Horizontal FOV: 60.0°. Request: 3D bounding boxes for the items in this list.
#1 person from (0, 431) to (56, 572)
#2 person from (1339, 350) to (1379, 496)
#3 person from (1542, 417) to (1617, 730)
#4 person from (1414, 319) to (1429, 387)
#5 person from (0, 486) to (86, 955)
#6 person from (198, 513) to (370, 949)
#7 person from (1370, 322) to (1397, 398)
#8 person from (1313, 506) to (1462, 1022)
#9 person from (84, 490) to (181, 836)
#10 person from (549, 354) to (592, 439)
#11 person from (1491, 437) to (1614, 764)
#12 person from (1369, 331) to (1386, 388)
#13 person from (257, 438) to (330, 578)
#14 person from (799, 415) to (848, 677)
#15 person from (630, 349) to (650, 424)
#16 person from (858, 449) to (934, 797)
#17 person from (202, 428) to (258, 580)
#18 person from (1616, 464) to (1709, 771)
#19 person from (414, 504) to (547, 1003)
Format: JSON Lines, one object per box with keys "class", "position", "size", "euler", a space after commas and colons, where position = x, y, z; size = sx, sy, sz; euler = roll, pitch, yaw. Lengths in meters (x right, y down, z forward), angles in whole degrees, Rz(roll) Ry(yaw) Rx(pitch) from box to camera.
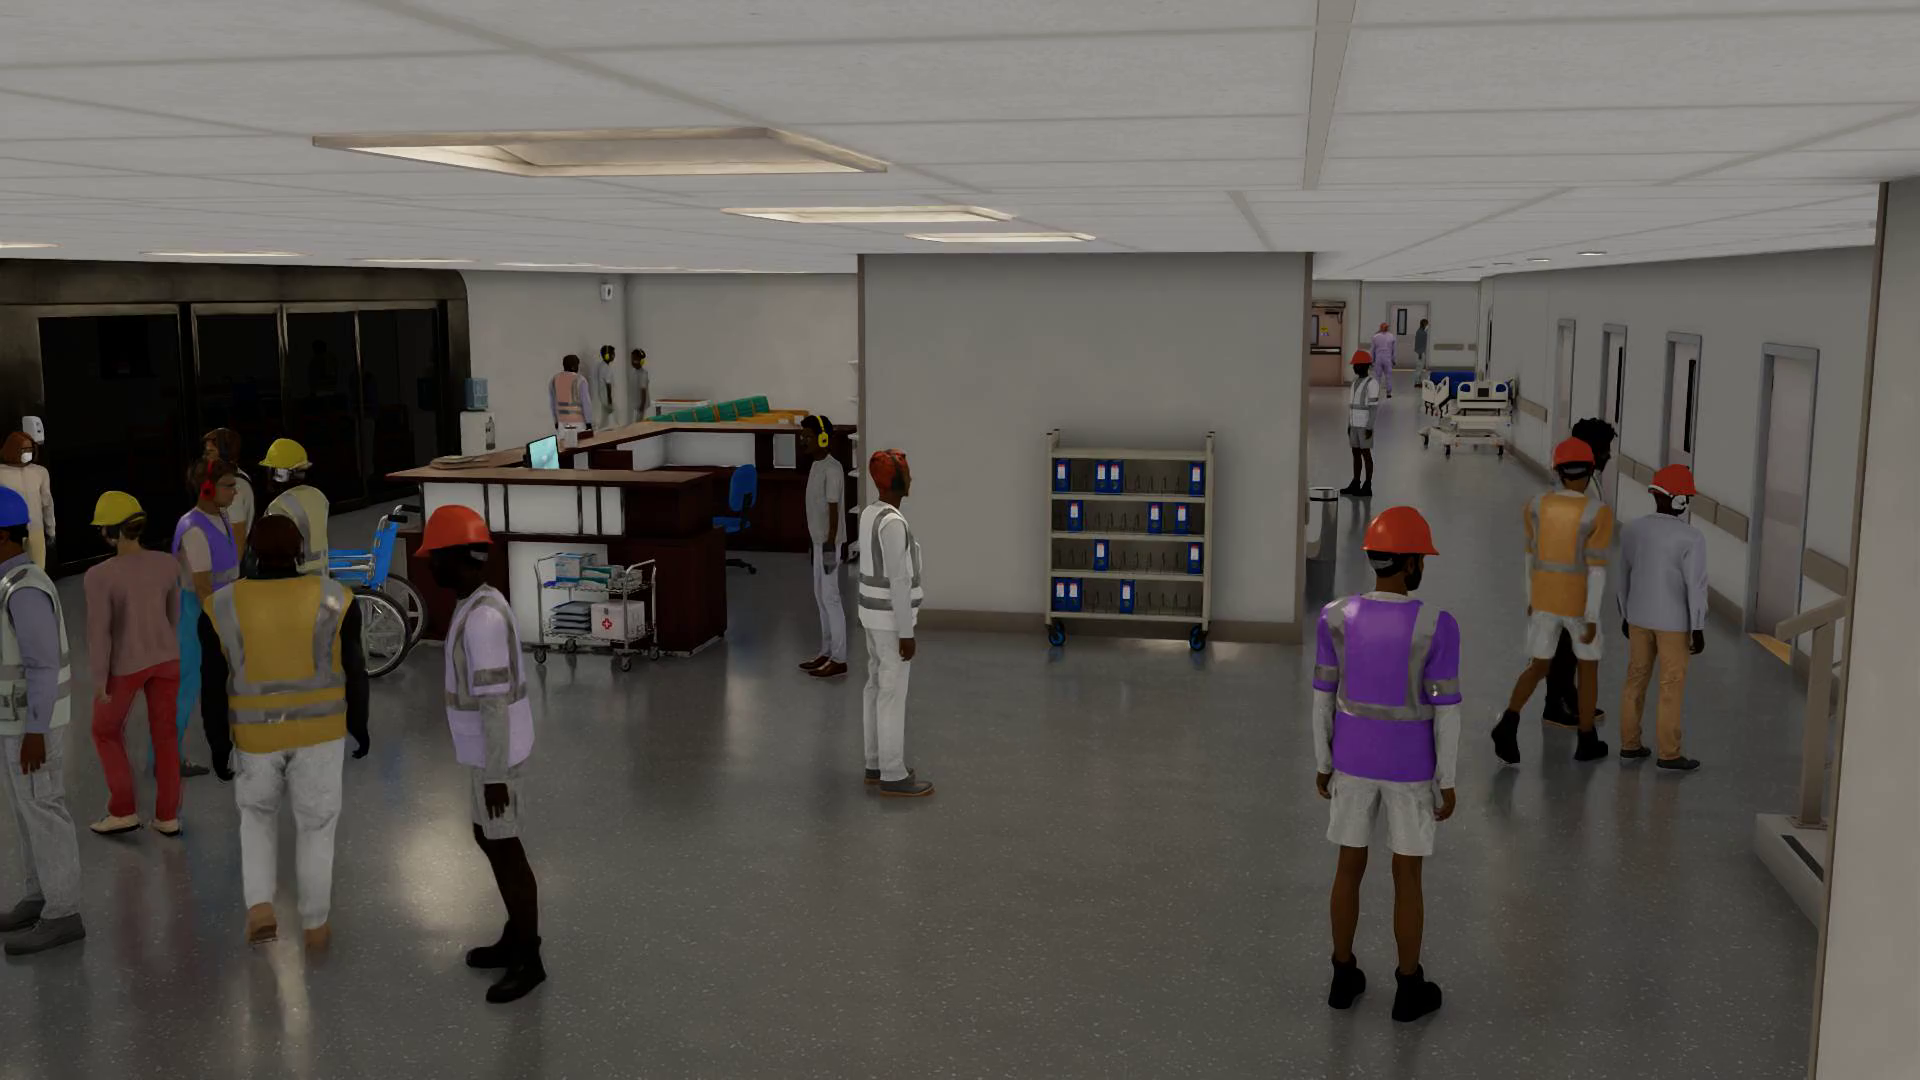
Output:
{"class": "person", "position": [-7.442, -0.053, 13.227], "size": [0.285, 1.627, 0.504], "euler": [5, 10, 30]}
{"class": "person", "position": [5.313, -1.546, 22.082], "size": [0.359, 1.938, 0.547], "euler": [-3, 9, -20]}
{"class": "person", "position": [3.867, 0.206, 10.414], "size": [0.387, 1.953, 0.610], "euler": [6, 10, 33]}
{"class": "person", "position": [12.927, -5.235, 46.611], "size": [0.380, 1.928, 0.634], "euler": [4, 9, 22]}
{"class": "person", "position": [-3.913, 0.733, 6.919], "size": [0.399, 1.945, 0.615], "euler": [-7, 11, -39]}
{"class": "person", "position": [-2.772, 0.801, 6.882], "size": [0.638, 1.830, 0.438], "euler": [-3, 9, -16]}
{"class": "person", "position": [10.715, -4.549, 42.114], "size": [0.646, 1.907, 0.401], "euler": [2, 9, 12]}
{"class": "person", "position": [1.613, 0.835, 6.290], "size": [0.550, 1.933, 0.370], "euler": [5, 10, 31]}
{"class": "person", "position": [-4.138, 0.622, 8.315], "size": [0.496, 1.754, 0.549], "euler": [5, 10, 32]}
{"class": "person", "position": [-5.390, -1.661, 23.166], "size": [0.633, 1.843, 0.429], "euler": [3, 9, 21]}
{"class": "person", "position": [3.424, 0.366, 9.540], "size": [0.809, 1.897, 0.552], "euler": [-8, 12, -44]}
{"class": "person", "position": [11.600, -4.999, 46.055], "size": [0.677, 1.620, 0.521], "euler": [-3, 9, -22]}
{"class": "person", "position": [-4.099, 0.290, 10.234], "size": [0.403, 1.837, 0.591], "euler": [0, 9, 2]}
{"class": "person", "position": [-0.974, 0.039, 11.826], "size": [0.326, 1.862, 0.508], "euler": [-3, 9, -19]}
{"class": "person", "position": [-4.907, -2.007, 25.498], "size": [0.348, 1.838, 0.599], "euler": [-4, 9, -24]}
{"class": "person", "position": [-0.368, 0.448, 9.031], "size": [0.355, 1.884, 0.575], "euler": [-3, 9, -19]}
{"class": "person", "position": [-4.764, 0.179, 10.935], "size": [0.331, 1.843, 0.511], "euler": [-3, 9, -21]}
{"class": "person", "position": [4.031, 0.438, 9.522], "size": [0.329, 1.751, 0.572], "euler": [-5, 10, -29]}
{"class": "person", "position": [-1.869, 0.818, 6.481], "size": [0.422, 1.919, 0.616], "euler": [-3, 9, -20]}
